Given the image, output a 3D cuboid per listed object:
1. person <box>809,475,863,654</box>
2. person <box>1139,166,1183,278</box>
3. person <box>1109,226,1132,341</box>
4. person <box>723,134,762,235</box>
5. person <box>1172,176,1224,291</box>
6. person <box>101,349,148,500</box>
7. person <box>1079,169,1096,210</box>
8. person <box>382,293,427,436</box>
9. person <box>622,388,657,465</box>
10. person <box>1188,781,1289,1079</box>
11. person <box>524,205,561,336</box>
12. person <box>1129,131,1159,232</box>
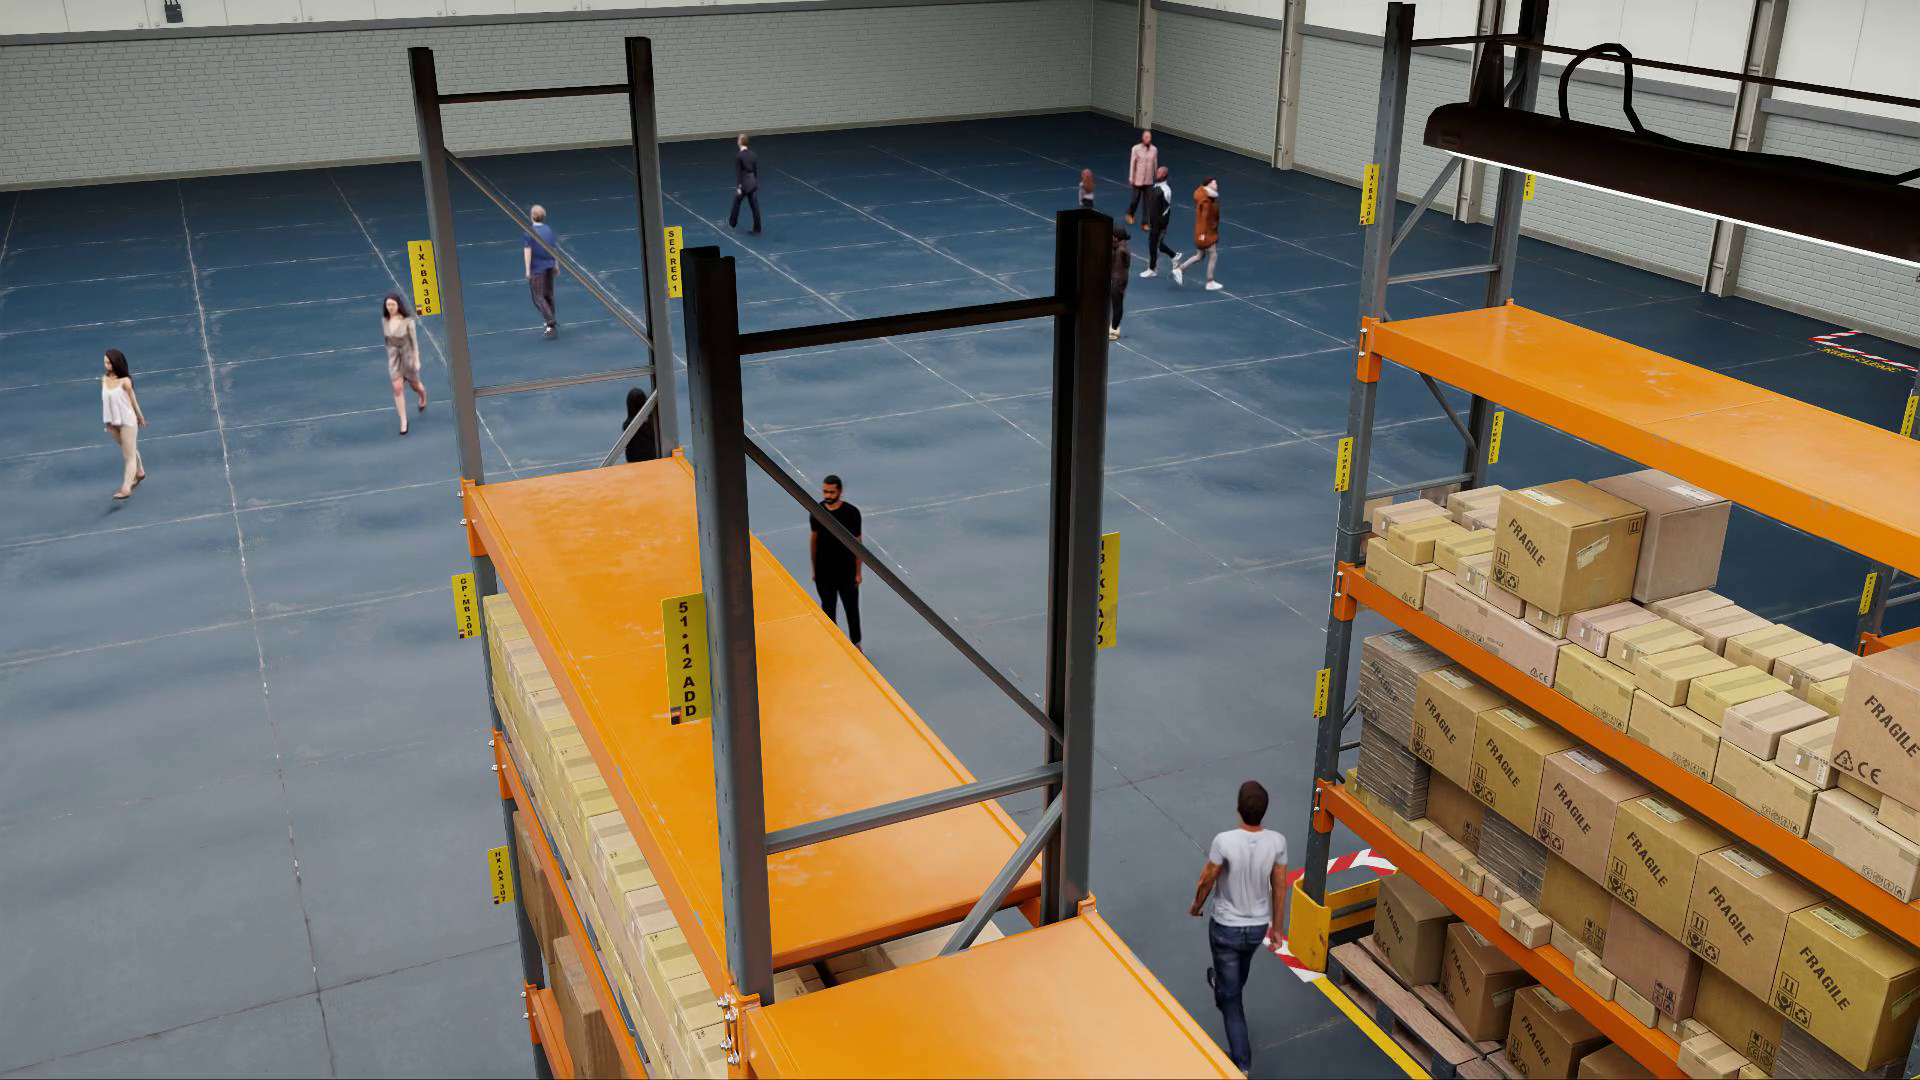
[{"bbox_3d":[-1.076,0.243,14.592,0.692,1.756,0.717,5,24,11],"label":"person"},{"bbox_3d":[3.360,-5.258,27.458,0.870,1.810,0.998,-5,24,-12],"label":"person"},{"bbox_3d":[2.306,-3.718,24.027,0.772,1.662,0.713,-16,28,-33],"label":"person"},{"bbox_3d":[-3.838,-6.459,30.325,1.218,1.777,0.967,20,30,39],"label":"person"},{"bbox_3d":[3.832,-4.878,26.560,1.011,1.813,1.111,-1,23,-3],"label":"person"},{"bbox_3d":[-9.301,-1.230,18.222,0.938,1.625,1.074,1,23,1],"label":"person"},{"bbox_3d":[2.385,-6.342,30.915,0.496,1.099,0.581,-8,24,-19],"label":"person"},{"bbox_3d":[-6.789,-2.194,20.373,0.936,1.718,1.156,1,23,3],"label":"person"},{"bbox_3d":[-3.198,-0.733,17.068,0.580,1.614,1.084,-9,25,-21],"label":"person"},{"bbox_3d":[1.650,2.313,9.639,0.790,1.822,1.209,-5,24,-12],"label":"person"},{"bbox_3d":[-6.058,-3.918,24.266,0.979,1.842,0.836,20,30,38],"label":"person"},{"bbox_3d":[3.366,-6.669,30.800,0.833,1.792,0.988,-4,23,-10],"label":"person"}]
